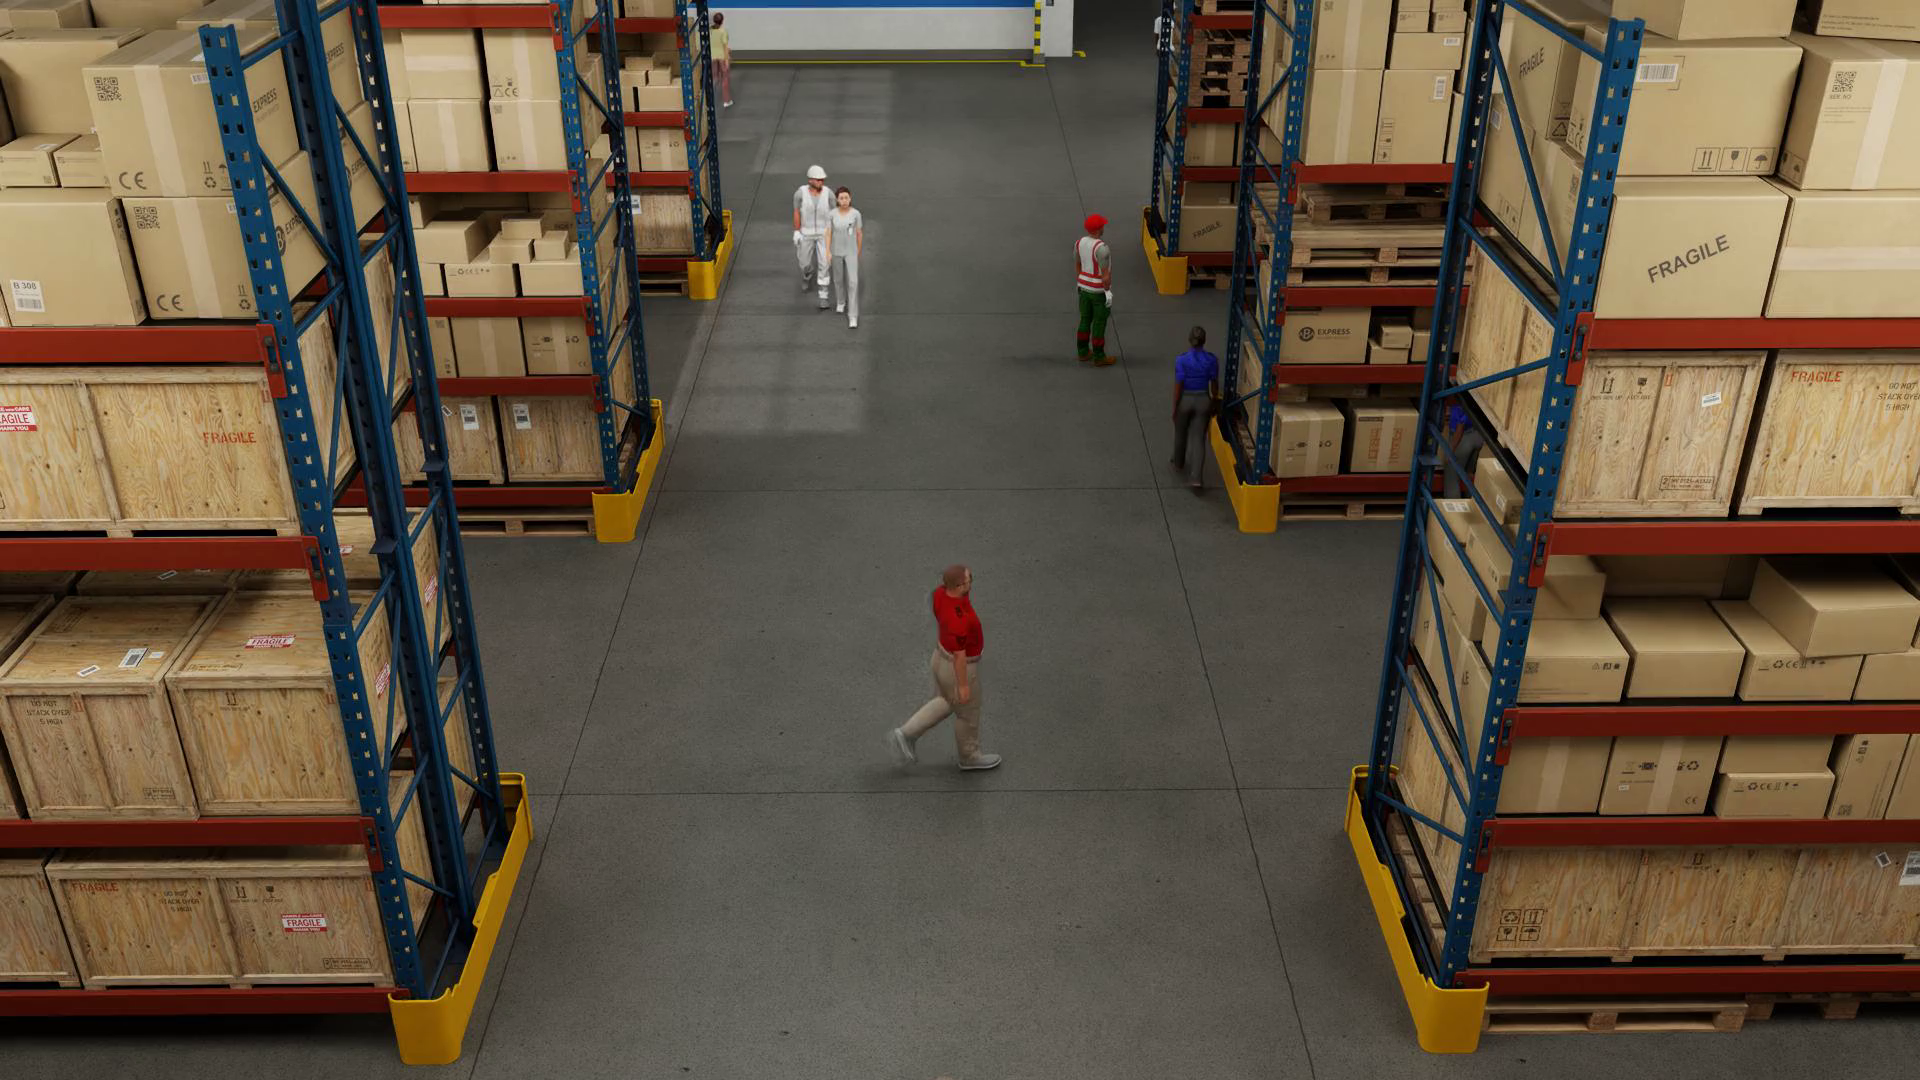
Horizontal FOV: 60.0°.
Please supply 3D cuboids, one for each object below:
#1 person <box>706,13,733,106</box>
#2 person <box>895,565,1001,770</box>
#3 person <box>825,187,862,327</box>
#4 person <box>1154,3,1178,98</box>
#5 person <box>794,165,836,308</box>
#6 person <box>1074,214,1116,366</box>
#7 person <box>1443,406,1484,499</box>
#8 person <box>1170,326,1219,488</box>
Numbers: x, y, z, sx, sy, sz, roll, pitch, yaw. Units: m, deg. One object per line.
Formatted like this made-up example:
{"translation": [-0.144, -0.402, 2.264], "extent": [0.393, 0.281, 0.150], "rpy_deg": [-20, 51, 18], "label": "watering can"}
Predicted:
{"translation": [-4.400, -8.685, 30.163], "extent": [0.456, 1.673, 0.687], "rpy_deg": [7, 29, 13], "label": "person"}
{"translation": [-0.087, 0.937, 12.184], "extent": [0.752, 1.714, 0.537], "rpy_deg": [-11, 30, -20], "label": "person"}
{"translation": [-1.440, -3.521, 20.571], "extent": [0.448, 1.639, 0.910], "rpy_deg": [1, 28, 2], "label": "person"}
{"translation": [3.864, -9.070, 30.778], "extent": [0.393, 1.771, 0.565], "rpy_deg": [-22, 35, -35], "label": "person"}
{"translation": [-1.837, -3.882, 21.098], "extent": [0.557, 1.786, 0.693], "rpy_deg": [-4, 28, -7], "label": "person"}
{"translation": [1.572, -2.919, 19.310], "extent": [0.372, 1.794, 0.539], "rpy_deg": [-23, 36, -36], "label": "person"}
{"translation": [4.745, -0.911, 15.718], "extent": [0.441, 1.659, 0.345], "rpy_deg": [-23, 36, -36], "label": "person"}
{"translation": [2.332, -1.361, 16.564], "extent": [0.453, 1.648, 0.802], "rpy_deg": [0, 28, 0], "label": "person"}
